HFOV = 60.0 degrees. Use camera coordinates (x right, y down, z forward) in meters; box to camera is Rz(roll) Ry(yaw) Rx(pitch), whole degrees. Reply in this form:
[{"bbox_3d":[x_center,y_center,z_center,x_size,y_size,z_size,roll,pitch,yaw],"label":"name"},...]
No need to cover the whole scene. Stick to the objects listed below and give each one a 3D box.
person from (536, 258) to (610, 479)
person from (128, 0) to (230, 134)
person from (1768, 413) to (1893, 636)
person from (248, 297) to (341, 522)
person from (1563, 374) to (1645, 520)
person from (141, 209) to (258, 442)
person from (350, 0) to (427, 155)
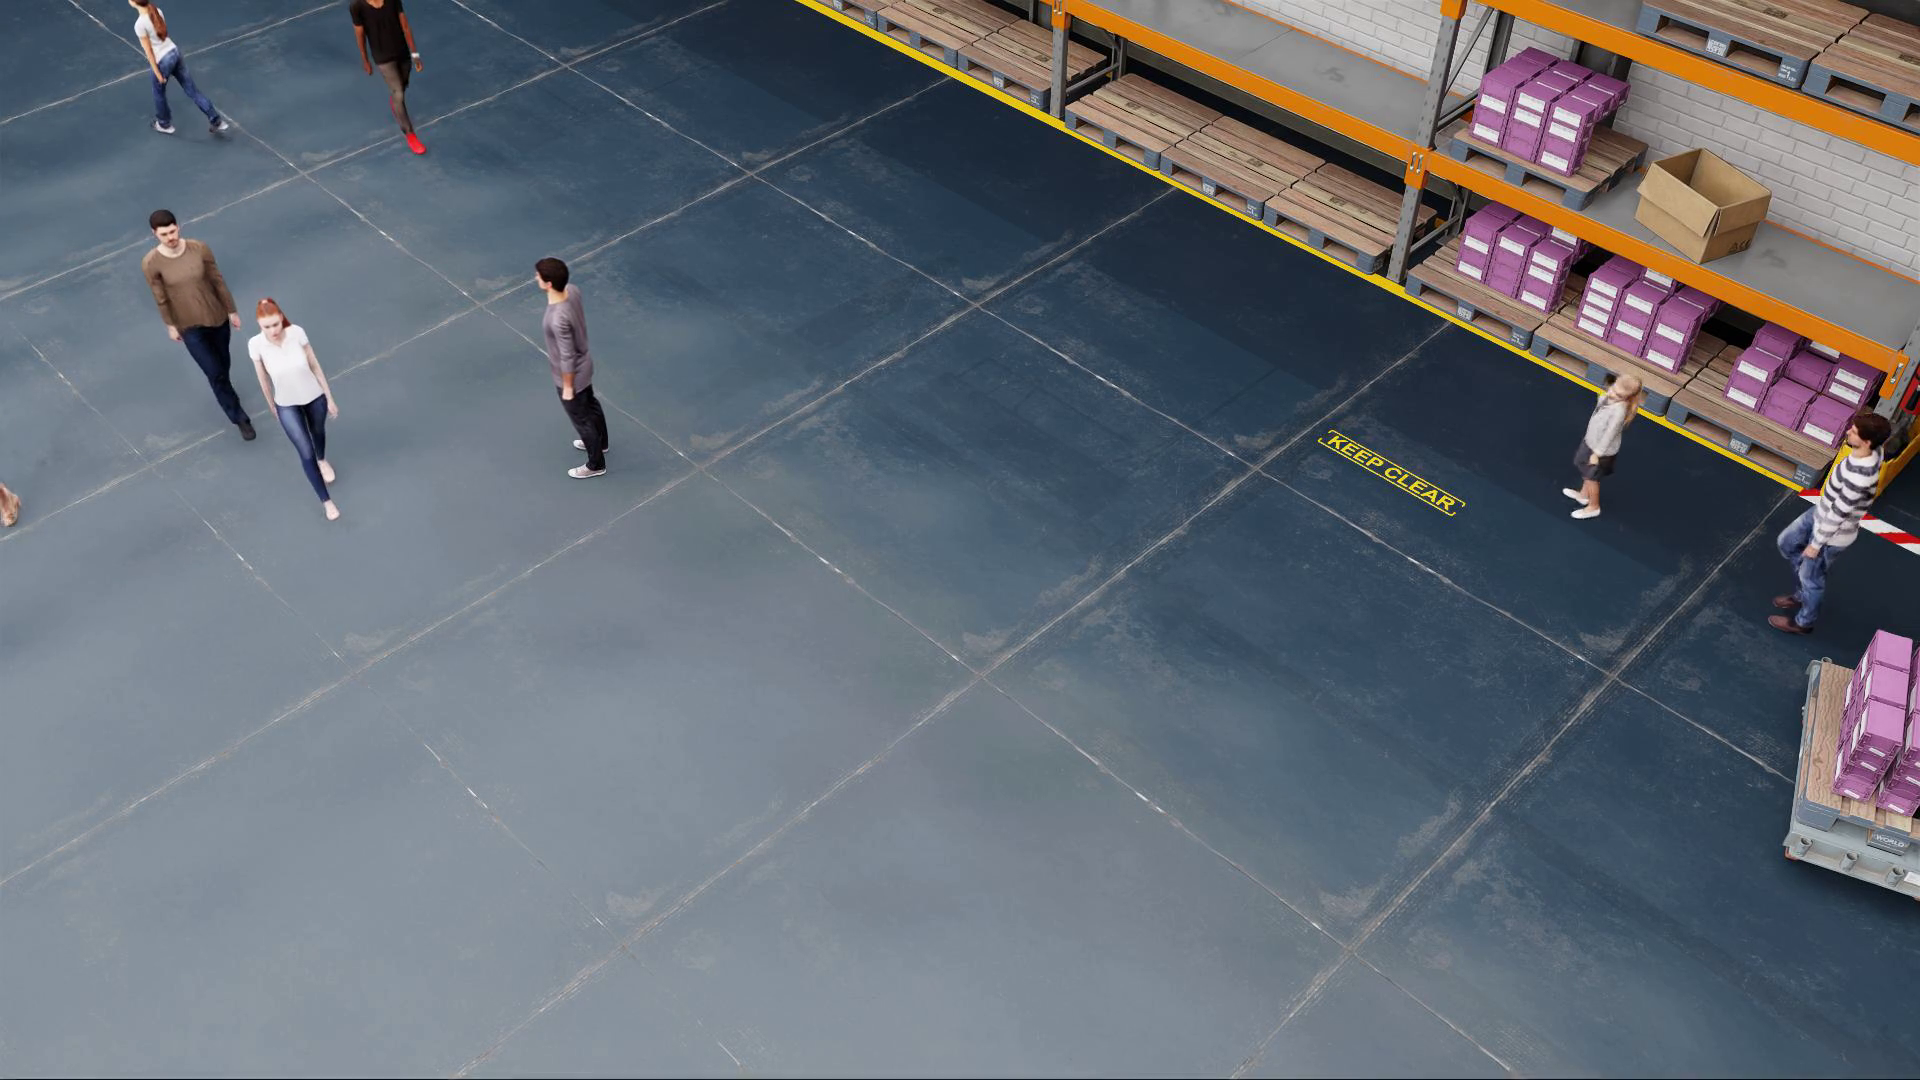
[{"bbox_3d":[-2.808,-1.262,12.098,0.789,1.853,0.737,1,44,1],"label":"person"},{"bbox_3d":[-7.453,-4.520,15.753,1.136,1.529,0.830,16,46,16],"label":"person"},{"bbox_3d":[5.788,-0.061,10.853,0.762,1.833,0.754,20,47,20],"label":"person"},{"bbox_3d":[-4.766,-1.046,11.984,0.708,1.698,1.114,-25,49,-24],"label":"person"},{"bbox_3d":[4.615,-0.722,11.959,0.644,1.264,0.616,23,48,22],"label":"person"},{"bbox_3d":[-5.752,-1.704,12.573,0.743,1.839,1.171,-29,51,-27],"label":"person"},{"bbox_3d":[-5.398,-4.609,15.664,0.698,1.781,1.170,-30,51,-28],"label":"person"}]
